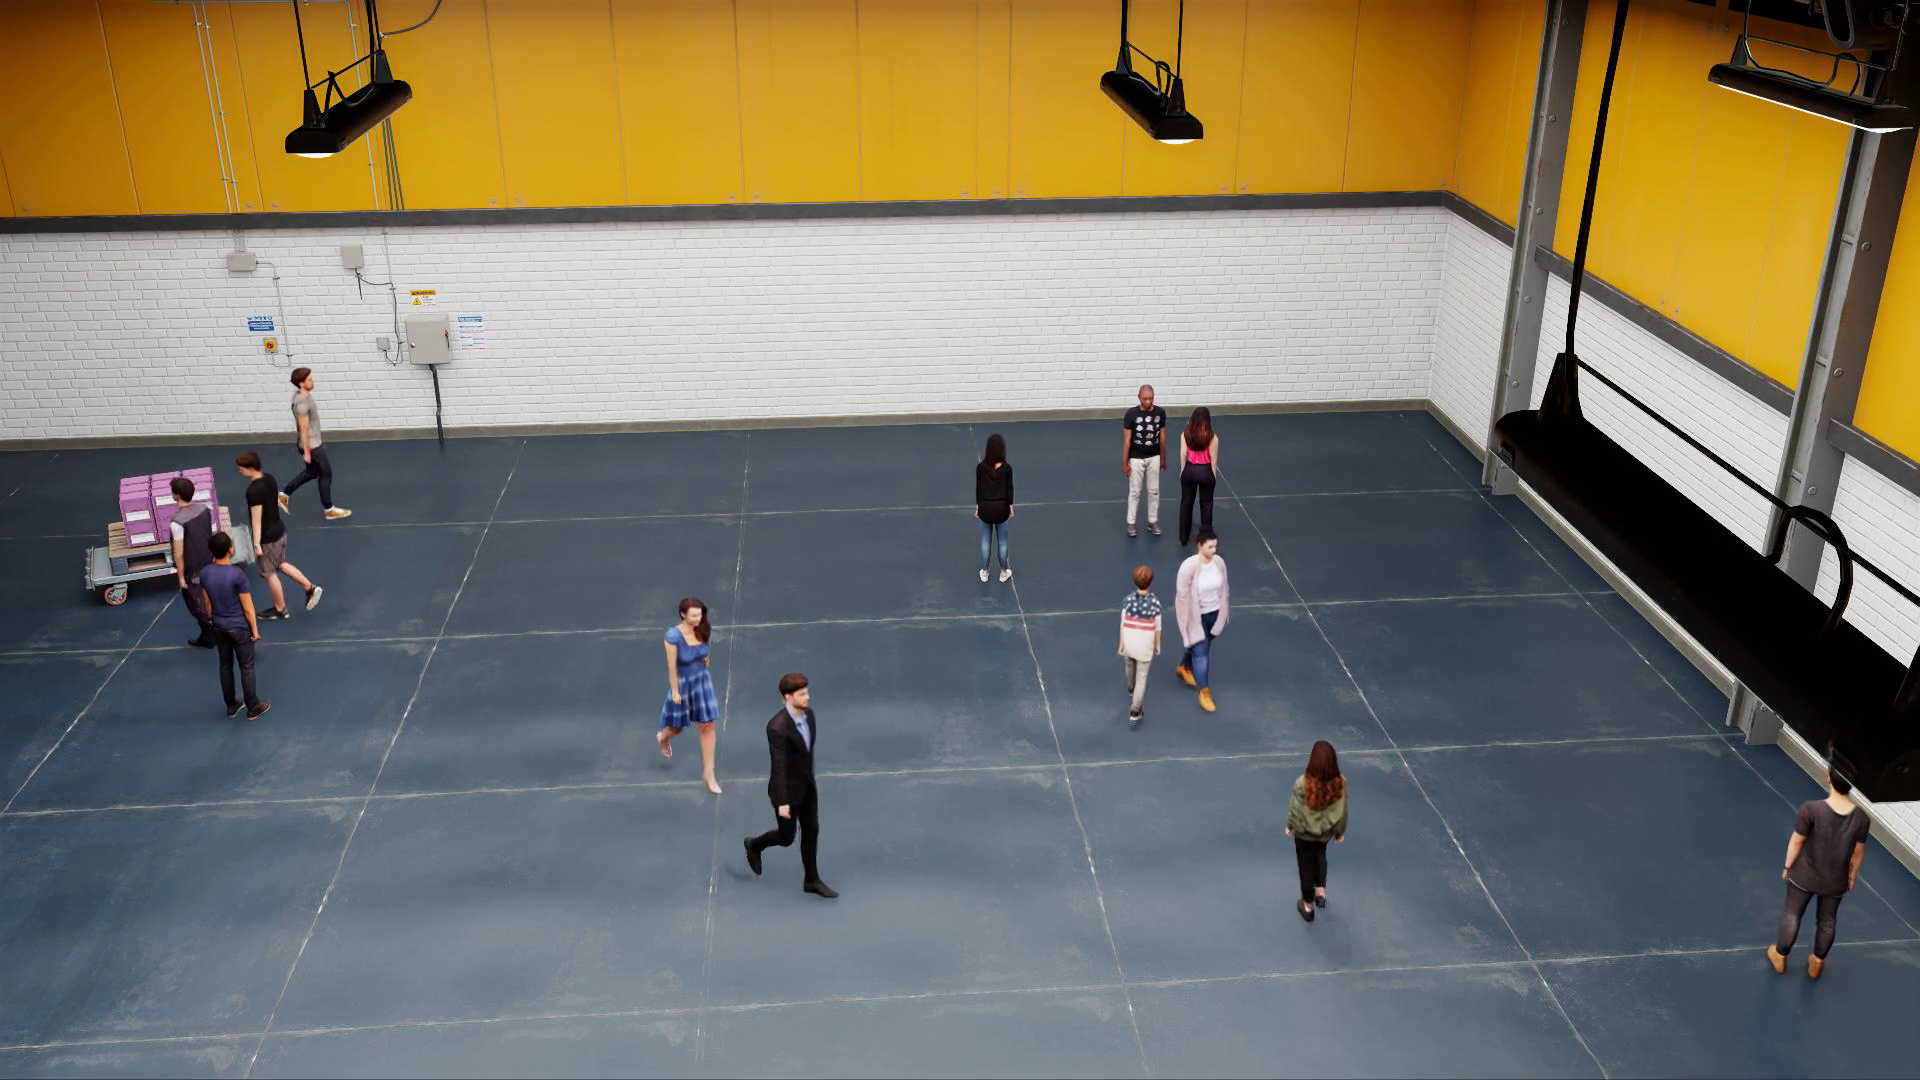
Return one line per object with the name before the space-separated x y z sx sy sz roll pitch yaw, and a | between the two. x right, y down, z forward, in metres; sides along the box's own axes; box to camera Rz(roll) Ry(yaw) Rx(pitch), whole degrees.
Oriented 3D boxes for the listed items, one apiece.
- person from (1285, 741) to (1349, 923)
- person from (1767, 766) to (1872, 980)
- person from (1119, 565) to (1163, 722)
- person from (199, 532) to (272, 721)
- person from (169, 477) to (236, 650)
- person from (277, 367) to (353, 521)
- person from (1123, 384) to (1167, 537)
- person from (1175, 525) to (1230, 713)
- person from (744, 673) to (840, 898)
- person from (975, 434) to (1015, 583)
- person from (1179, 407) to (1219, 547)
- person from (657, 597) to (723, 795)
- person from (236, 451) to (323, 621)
person | 2.648 2.183 12.288 0.609 1.467 0.586 -5 24 -11
person | 6.053 2.313 11.683 0.704 1.713 0.690 8 25 17
person | 1.621 0.964 15.171 0.794 1.392 1.081 7 25 16
person | -6.624 0.784 15.087 0.672 1.789 0.624 3 24 7
person | -7.359 0.275 16.200 0.908 1.830 1.028 6 24 13
person | -7.618 -1.088 19.269 0.912 1.870 1.078 -9 25 -20
person | 2.103 -0.930 18.995 0.685 1.800 0.636 -5 24 -10
person | 2.200 0.663 15.463 0.958 1.710 1.132 -14 27 -29
person | -1.321 1.844 12.556 1.126 1.874 1.122 14 27 28
person | 0.365 -0.342 17.848 0.610 1.641 0.593 3 24 6
person | 2.682 -0.714 18.675 0.660 1.660 0.661 9 25 20
person | -2.320 1.274 13.978 1.030 1.779 1.160 -19 30 -37
person | -6.939 -0.047 16.926 0.809 1.838 0.836 -2 24 -4
